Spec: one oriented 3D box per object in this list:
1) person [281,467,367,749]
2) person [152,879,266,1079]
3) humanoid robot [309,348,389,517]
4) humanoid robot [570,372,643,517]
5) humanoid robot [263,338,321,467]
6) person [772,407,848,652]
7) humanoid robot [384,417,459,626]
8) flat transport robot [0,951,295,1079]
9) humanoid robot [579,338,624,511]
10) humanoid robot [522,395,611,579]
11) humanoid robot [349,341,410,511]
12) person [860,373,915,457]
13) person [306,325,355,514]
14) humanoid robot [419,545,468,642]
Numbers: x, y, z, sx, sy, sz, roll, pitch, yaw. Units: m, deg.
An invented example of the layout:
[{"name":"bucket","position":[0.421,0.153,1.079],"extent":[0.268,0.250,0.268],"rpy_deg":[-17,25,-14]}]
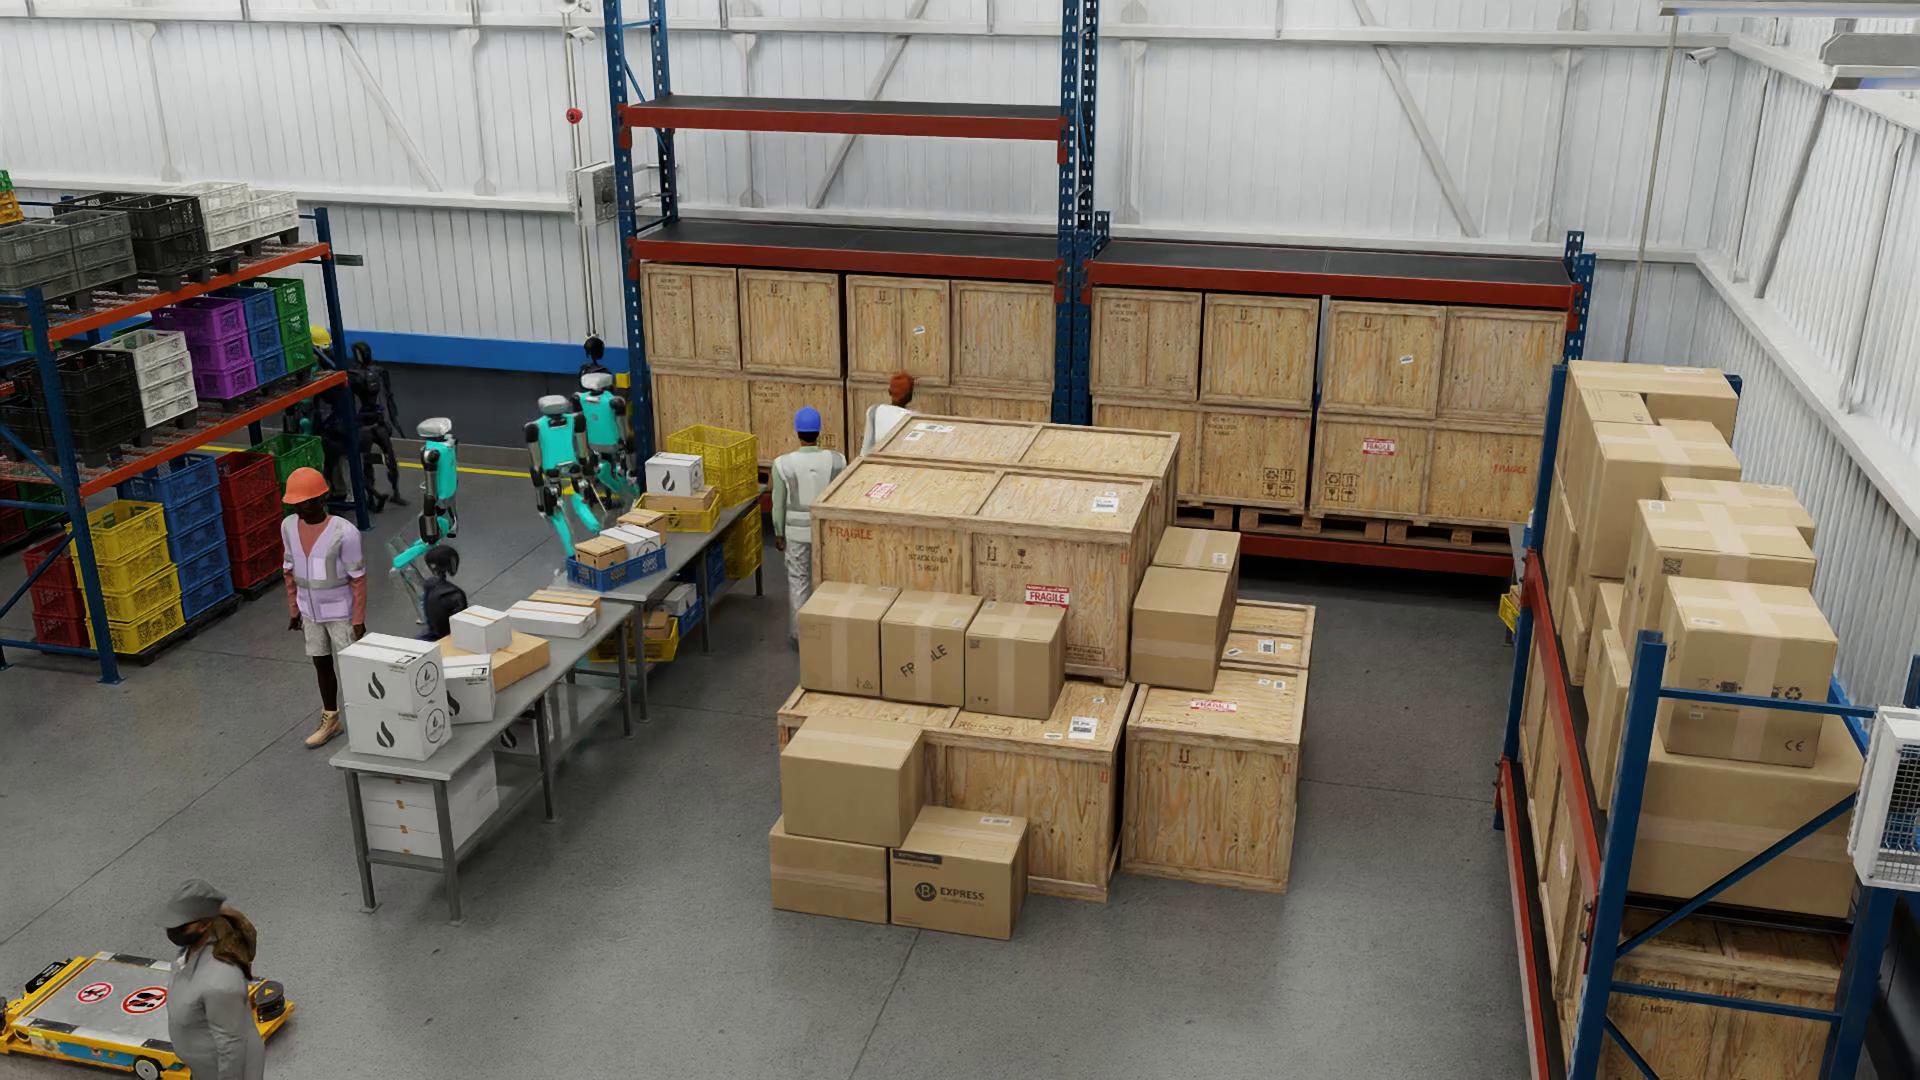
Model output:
[{"name":"person","position":[-4.312,0.480,11.309],"extent":[0.607,2.043,0.374],"rpy_deg":[6,22,15]},{"name":"person","position":[-3.145,2.220,7.134],"extent":[0.397,1.769,0.563],"rpy_deg":[-14,25,-33]},{"name":"humanoid robot","position":[-5.840,-1.001,15.724],"extent":[0.675,1.637,0.585],"rpy_deg":[8,22,19]},{"name":"humanoid robot","position":[-3.015,-0.680,14.771],"extent":[0.561,1.780,0.780],"rpy_deg":[8,22,21]},{"name":"humanoid robot","position":[-6.361,-1.061,15.866],"extent":[0.754,1.852,0.530],"rpy_deg":[6,22,15]},{"name":"person","position":[-1.149,-0.089,12.960],"extent":[0.623,1.934,0.435],"rpy_deg":[-7,22,-18]},{"name":"humanoid robot","position":[-4.321,-0.156,13.256],"extent":[0.721,1.691,0.532],"rpy_deg":[1,21,4]},{"name":"flat transport robot","position":[-4.270,2.464,8.601],"extent":[1.431,0.231,0.659],"rpy_deg":[5,22,13]},{"name":"humanoid robot","position":[-3.480,-1.130,16.012],"extent":[0.599,1.655,0.315],"rpy_deg":[19,28,40]},{"name":"humanoid robot","position":[-3.209,-0.297,13.785],"extent":[0.564,1.758,0.924],"rpy_deg":[-14,25,-32]},{"name":"humanoid robot","position":[-5.622,-1.089,15.908],"extent":[0.351,1.650,0.587],"rpy_deg":[14,25,32]},{"name":"person","position":[-0.538,-0.517,14.161],"extent":[0.624,1.863,0.800],"rpy_deg":[13,24,30]},{"name":"person","position":[-6.012,-1.153,15.870],"extent":[0.599,1.829,0.404],"rpy_deg":[19,28,40]},{"name":"humanoid robot","position":[-3.371,0.805,11.006],"extent":[0.554,1.633,0.609],"rpy_deg":[-17,26,-37]}]
